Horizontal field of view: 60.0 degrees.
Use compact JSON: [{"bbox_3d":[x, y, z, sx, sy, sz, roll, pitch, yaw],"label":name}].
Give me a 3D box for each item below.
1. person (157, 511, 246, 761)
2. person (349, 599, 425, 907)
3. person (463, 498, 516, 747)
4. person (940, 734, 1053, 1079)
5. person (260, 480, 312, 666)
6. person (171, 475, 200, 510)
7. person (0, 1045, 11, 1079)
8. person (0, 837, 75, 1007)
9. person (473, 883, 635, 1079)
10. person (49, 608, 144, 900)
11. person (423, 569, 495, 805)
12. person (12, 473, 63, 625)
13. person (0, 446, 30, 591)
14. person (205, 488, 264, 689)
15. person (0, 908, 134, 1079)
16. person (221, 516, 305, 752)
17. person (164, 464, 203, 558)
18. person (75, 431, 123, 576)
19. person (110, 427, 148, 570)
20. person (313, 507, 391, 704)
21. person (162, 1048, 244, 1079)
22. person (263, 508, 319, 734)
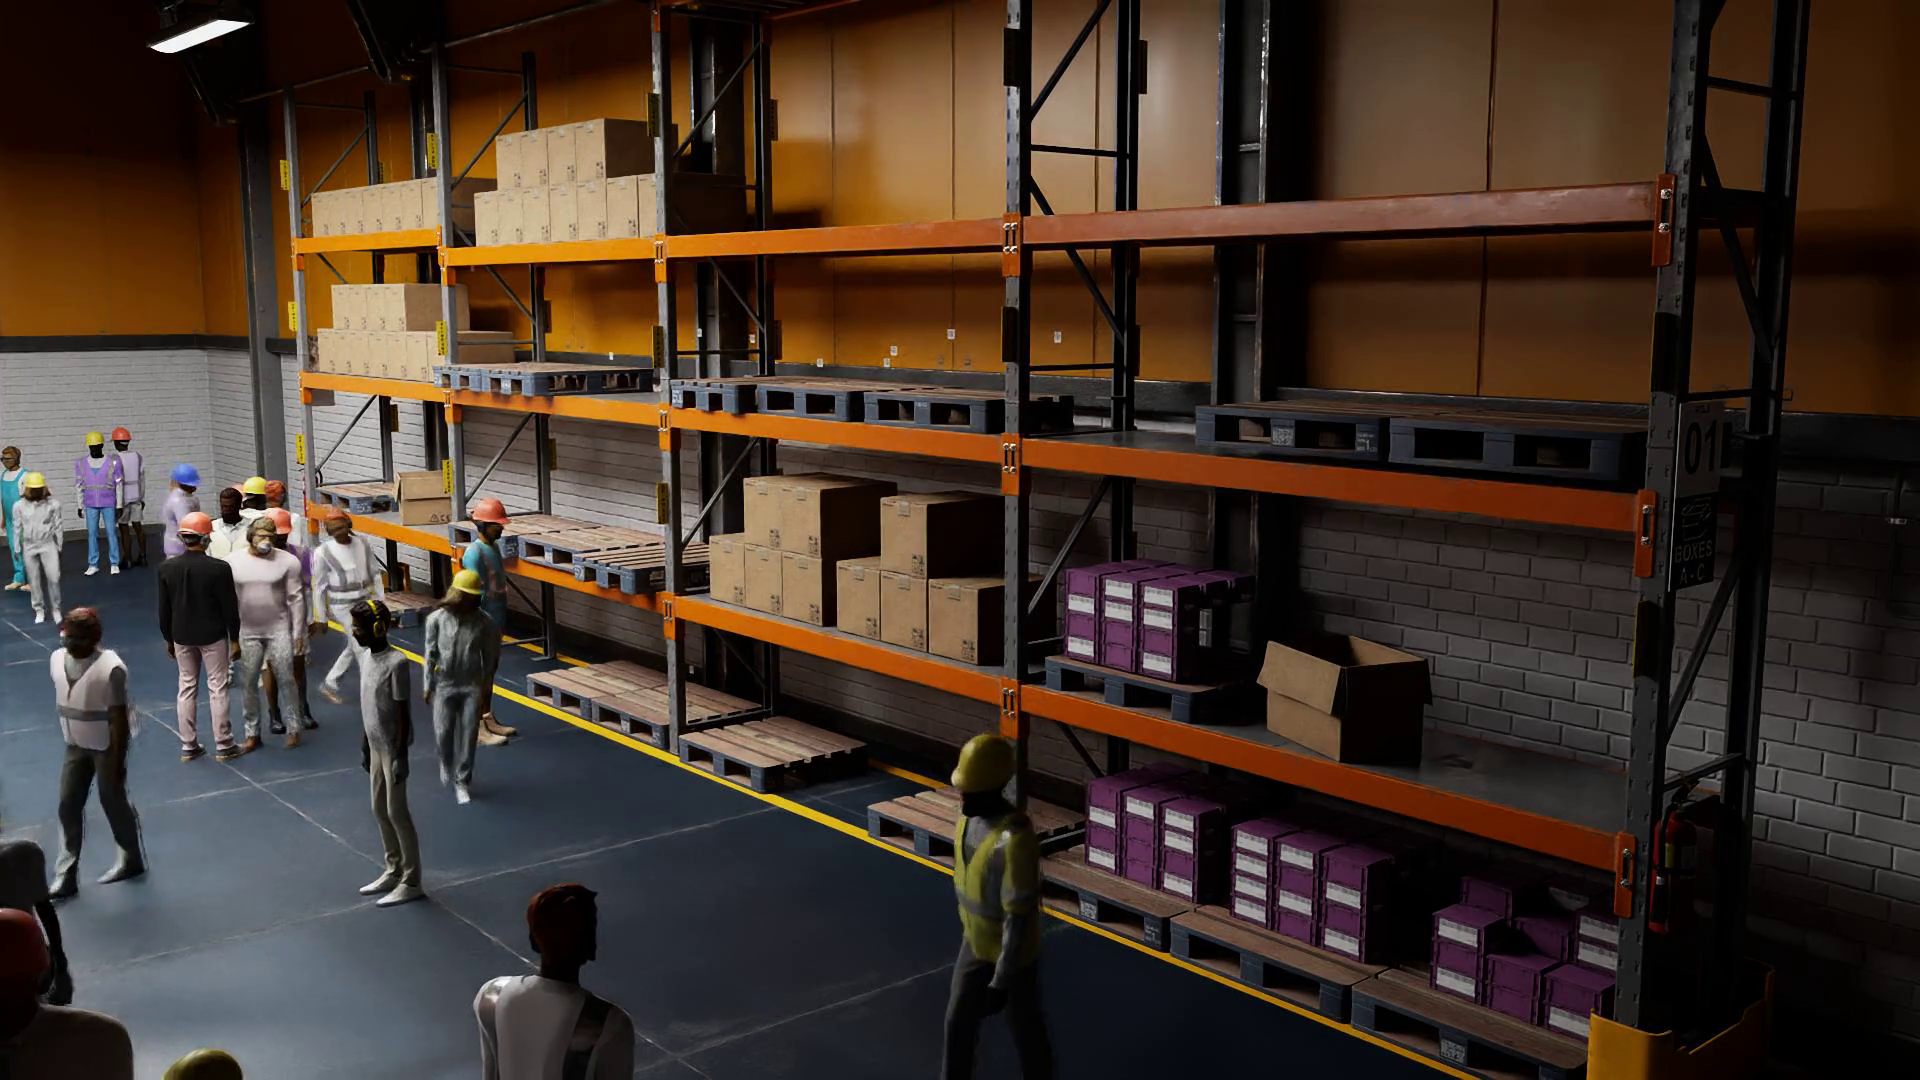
[{"bbox_3d":[-6.003,0.767,13.179,0.622,1.992,0.384,0,8,2],"label":"person"},{"bbox_3d":[-3.500,1.278,10.116,0.526,1.855,0.338,8,11,44],"label":"person"},{"bbox_3d":[-3.861,0.667,13.708,0.393,2.039,0.613,0,8,-1],"label":"person"},{"bbox_3d":[0.111,1.711,7.005,0.839,1.875,0.614,-5,10,-33],"label":"person"},{"bbox_3d":[-6.754,0.344,16.497,0.580,1.882,0.342,1,8,8],"label":"person"},{"bbox_3d":[-9.075,0.035,19.544,0.279,1.627,0.505,0,8,1],"label":"person"},{"bbox_3d":[-2.940,1.961,4.715,0.686,2.000,0.536,0,8,0],"label":"person"},{"bbox_3d":[-3.825,1.802,6.580,0.566,1.828,0.586,-6,10,-36],"label":"person"},{"bbox_3d":[-1.232,1.984,5.147,0.567,1.878,0.355,3,9,23],"label":"person"},{"bbox_3d":[-5.326,1.297,10.163,0.595,1.795,0.828,3,9,18],"label":"person"},{"bbox_3d":[-3.657,1.047,12.146,0.518,1.717,0.484,-3,9,-22],"label":"person"},{"bbox_3d":[-10.361,0.112,18.697,0.505,1.720,0.701,-4,9,-26],"label":"person"},{"bbox_3d":[-11.853,-0.266,20.925,0.501,1.839,0.341,3,9,22],"label":"person"},{"bbox_3d":[-6.783,0.455,15.612,0.596,1.916,0.374,-2,8,-12],"label":"person"},{"bbox_3d":[-2.642,1.990,4.720,0.627,1.985,0.409,-3,9,-21],"label":"person"},{"bbox_3d":[-5.664,0.758,13.505,0.665,1.925,0.368,-2,8,-15],"label":"person"},{"bbox_3d":[-8.424,0.096,18.230,0.706,1.886,0.682,-2,8,-11],"label":"person"},{"bbox_3d":[-11.452,-0.490,22.147,0.585,1.928,0.365,-2,8,-14],"label":"person"},{"bbox_3d":[-11.360,-0.566,22.634,0.364,1.935,0.553,4,9,23],"label":"person"},{"bbox_3d":[-5.431,0.606,14.813,0.905,1.838,0.582,4,9,27],"label":"person"},{"bbox_3d":[-1.941,2.171,4.334,0.490,1.737,0.333,4,9,24],"label":"person"},{"bbox_3d":[-5.725,0.678,14.058,0.550,1.923,0.391,-7,11,-42],"label":"person"}]
